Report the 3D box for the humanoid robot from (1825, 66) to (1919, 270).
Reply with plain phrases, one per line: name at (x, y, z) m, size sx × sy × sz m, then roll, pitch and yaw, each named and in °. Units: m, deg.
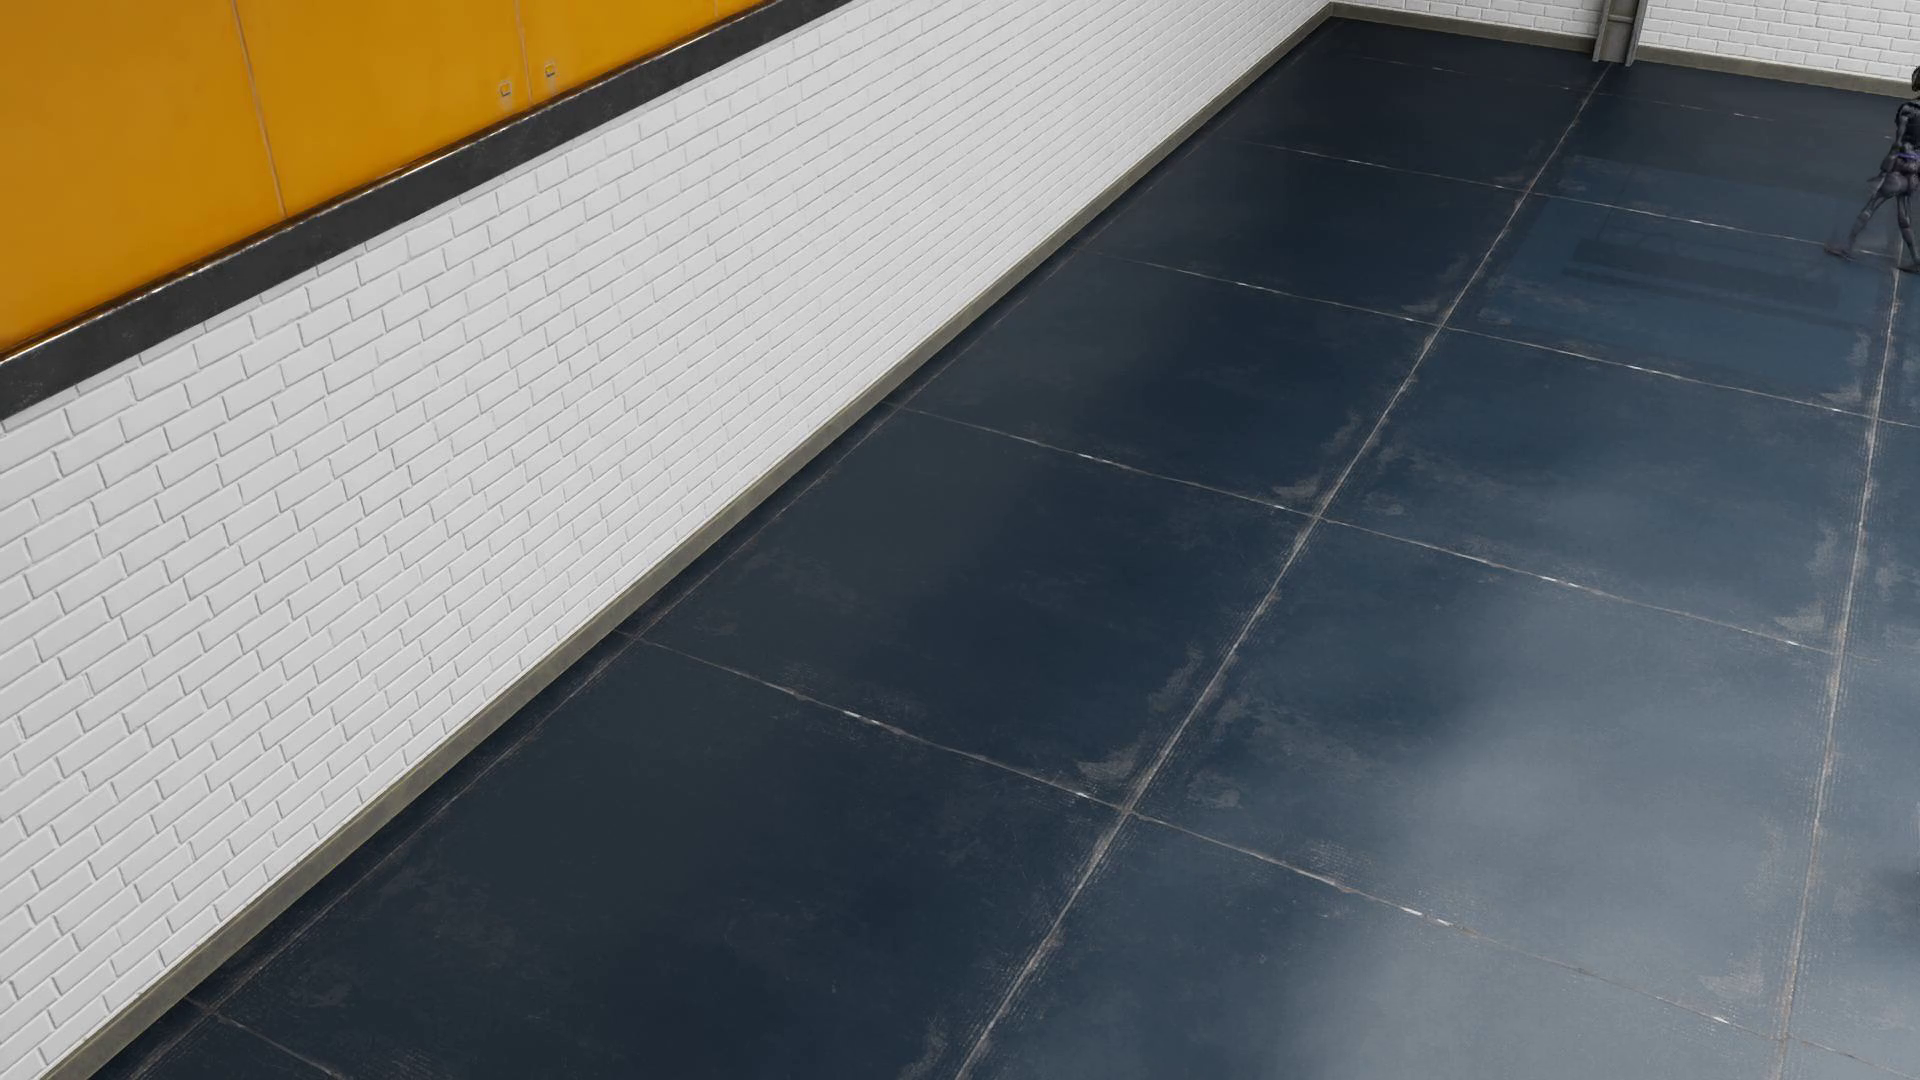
humanoid robot at (7.447, -2.916, 13.099) m, size 0.612 × 1.637 × 0.762 m, roll -24°, pitch 41°, yaw -31°
